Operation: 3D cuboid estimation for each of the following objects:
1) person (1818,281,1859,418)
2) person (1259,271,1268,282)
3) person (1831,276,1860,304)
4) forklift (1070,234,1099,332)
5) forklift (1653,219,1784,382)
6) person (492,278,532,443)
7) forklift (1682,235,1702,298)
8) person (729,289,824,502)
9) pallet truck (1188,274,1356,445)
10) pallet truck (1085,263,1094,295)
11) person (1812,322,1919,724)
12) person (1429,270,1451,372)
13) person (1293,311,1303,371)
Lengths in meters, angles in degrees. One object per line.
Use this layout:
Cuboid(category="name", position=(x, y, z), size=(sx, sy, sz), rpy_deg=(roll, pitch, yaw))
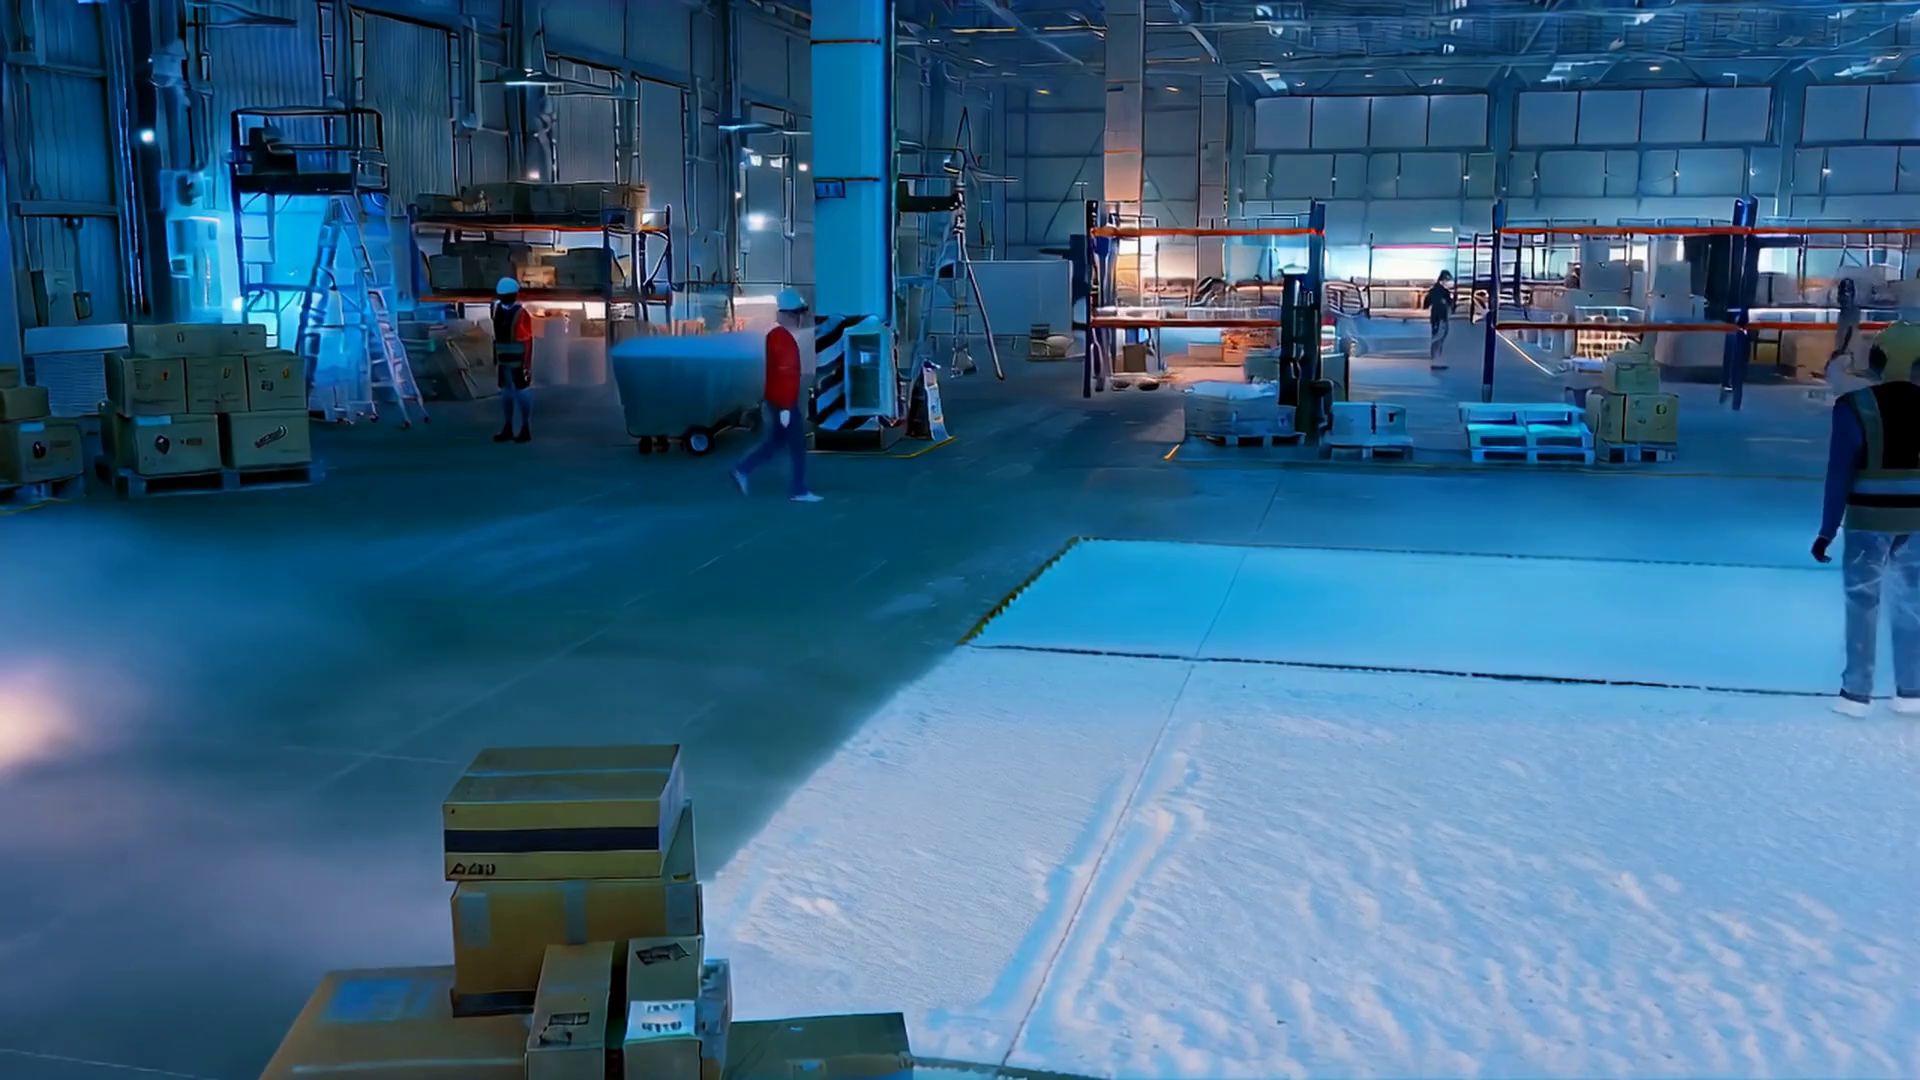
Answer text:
Cuboid(category="person", position=(11.907, -2.568, 22.551), size=(0.544, 1.847, 0.552), rpy_deg=(2, 10, 12))
Cuboid(category="person", position=(10.906, -8.754, 59.457), size=(0.590, 1.684, 0.322), rpy_deg=(-4, 11, -25))
Cuboid(category="person", position=(18.058, -4.468, 33.935), size=(0.620, 1.795, 0.978), rpy_deg=(0, 10, -2))
Cuboid(category="forklift", position=(3.382, -7.319, 47.498), size=(1.873, 2.768, 1.129), rpy_deg=(2, 10, 14))
Cuboid(category="forklift", position=(13.226, -4.160, 28.896), size=(1.873, 2.768, 1.129), rpy_deg=(1, 10, 4))
Cuboid(category="person", position=(-5.290, -2.109, 19.592), size=(0.542, 1.938, 0.358), rpy_deg=(5, 11, 27))
Cuboid(category="forklift", position=(21.456, -7.561, 48.920), size=(1.873, 2.768, 1.129), rpy_deg=(2, 10, 14))
Cuboid(category="person", position=(-1.629, -1.264, 14.701), size=(0.753, 1.908, 0.588), rpy_deg=(-4, 10, -20))
Cuboid(category="pallet truck", position=(3.653, -2.138, 19.590), size=(1.885, 1.965, 0.823), rpy_deg=(-4, 10, -20))
Cuboid(category="pallet truck", position=(4.325, -8.180, 55.162), size=(0.823, 1.965, 1.885), rpy_deg=(6, 11, 31))
Cuboid(category="person", position=(4.310, -0.064, 7.749), size=(0.603, 1.881, 0.418), rpy_deg=(0, 10, 0))
Cuboid(category="person", position=(9.226, -4.197, 31.883), size=(0.370, 1.941, 0.627), rpy_deg=(6, 11, 33))
Cuboid(category="person", position=(6.623, -4.100, 31.920), size=(0.323, 1.736, 0.488), rpy_deg=(6, 11, 31))
